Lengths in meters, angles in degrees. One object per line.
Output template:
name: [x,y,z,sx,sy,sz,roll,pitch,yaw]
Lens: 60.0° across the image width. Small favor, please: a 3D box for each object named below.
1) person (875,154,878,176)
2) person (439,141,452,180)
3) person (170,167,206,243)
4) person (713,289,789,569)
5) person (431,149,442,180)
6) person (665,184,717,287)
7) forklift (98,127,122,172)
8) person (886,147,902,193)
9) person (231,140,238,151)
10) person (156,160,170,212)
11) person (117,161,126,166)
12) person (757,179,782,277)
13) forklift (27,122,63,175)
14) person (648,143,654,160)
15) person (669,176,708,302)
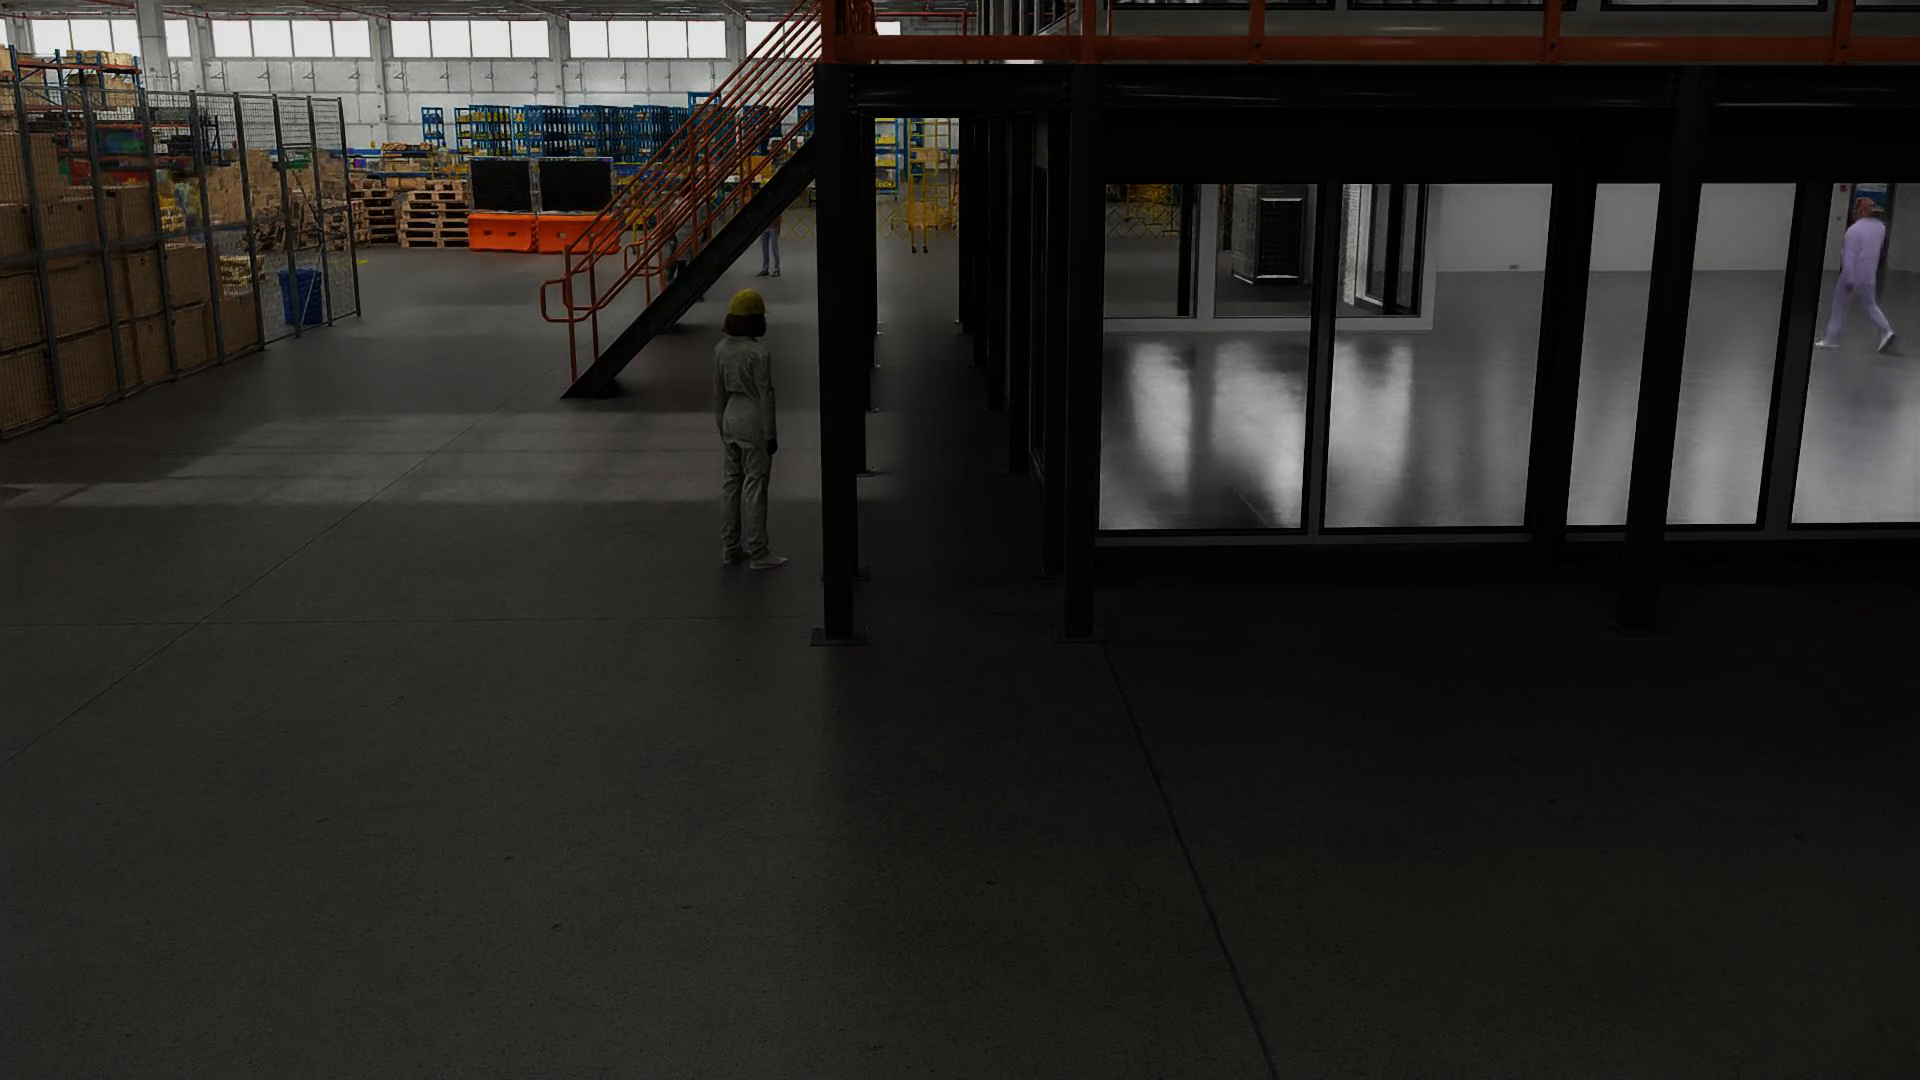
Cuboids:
person: [-3.440,-14.100,63.496,0.644,1.975,1.067,-6,15,-24]
person: [-25.057,-18.452,80.993,0.603,1.938,0.401,-9,17,-32]
person: [-15.828,-6.667,34.018,0.979,1.884,0.588,1,14,3]
person: [-1.318,-0.692,10.406,0.494,1.743,0.308,12,18,39]
person: [-21.534,-15.146,68.233,0.921,1.717,0.546,-2,14,-9]
person: [-4.647,-5.192,28.295,0.960,1.798,0.526,-10,17,-36]
forklift: [-37.173,-16.966,73.144,1.873,2.768,1.129,11,18,37]
person: [-2.626,-14.701,66.099,0.667,1.888,0.436,-2,14,-9]
person: [-34.130,-17.822,78.357,0.383,1.996,0.609,-6,15,-22]
person: [-24.805,-10.970,51.704,0.287,1.635,0.500,2,14,8]
person: [-31.974,-14.076,63.502,0.361,1.939,0.542,-8,16,-31]
person: [-3.501,-5.693,30.348,0.532,1.767,0.328,8,16,29]
forklift: [-35.376,-14.773,64.377,1.129,2.768,1.873,-1,14,-2]
person: [-15.810,-19.396,85.068,0.934,1.783,0.609,0,14,1]
person: [-4.228,-4.699,25.981,0.603,1.959,0.375,-3,14,-12]
